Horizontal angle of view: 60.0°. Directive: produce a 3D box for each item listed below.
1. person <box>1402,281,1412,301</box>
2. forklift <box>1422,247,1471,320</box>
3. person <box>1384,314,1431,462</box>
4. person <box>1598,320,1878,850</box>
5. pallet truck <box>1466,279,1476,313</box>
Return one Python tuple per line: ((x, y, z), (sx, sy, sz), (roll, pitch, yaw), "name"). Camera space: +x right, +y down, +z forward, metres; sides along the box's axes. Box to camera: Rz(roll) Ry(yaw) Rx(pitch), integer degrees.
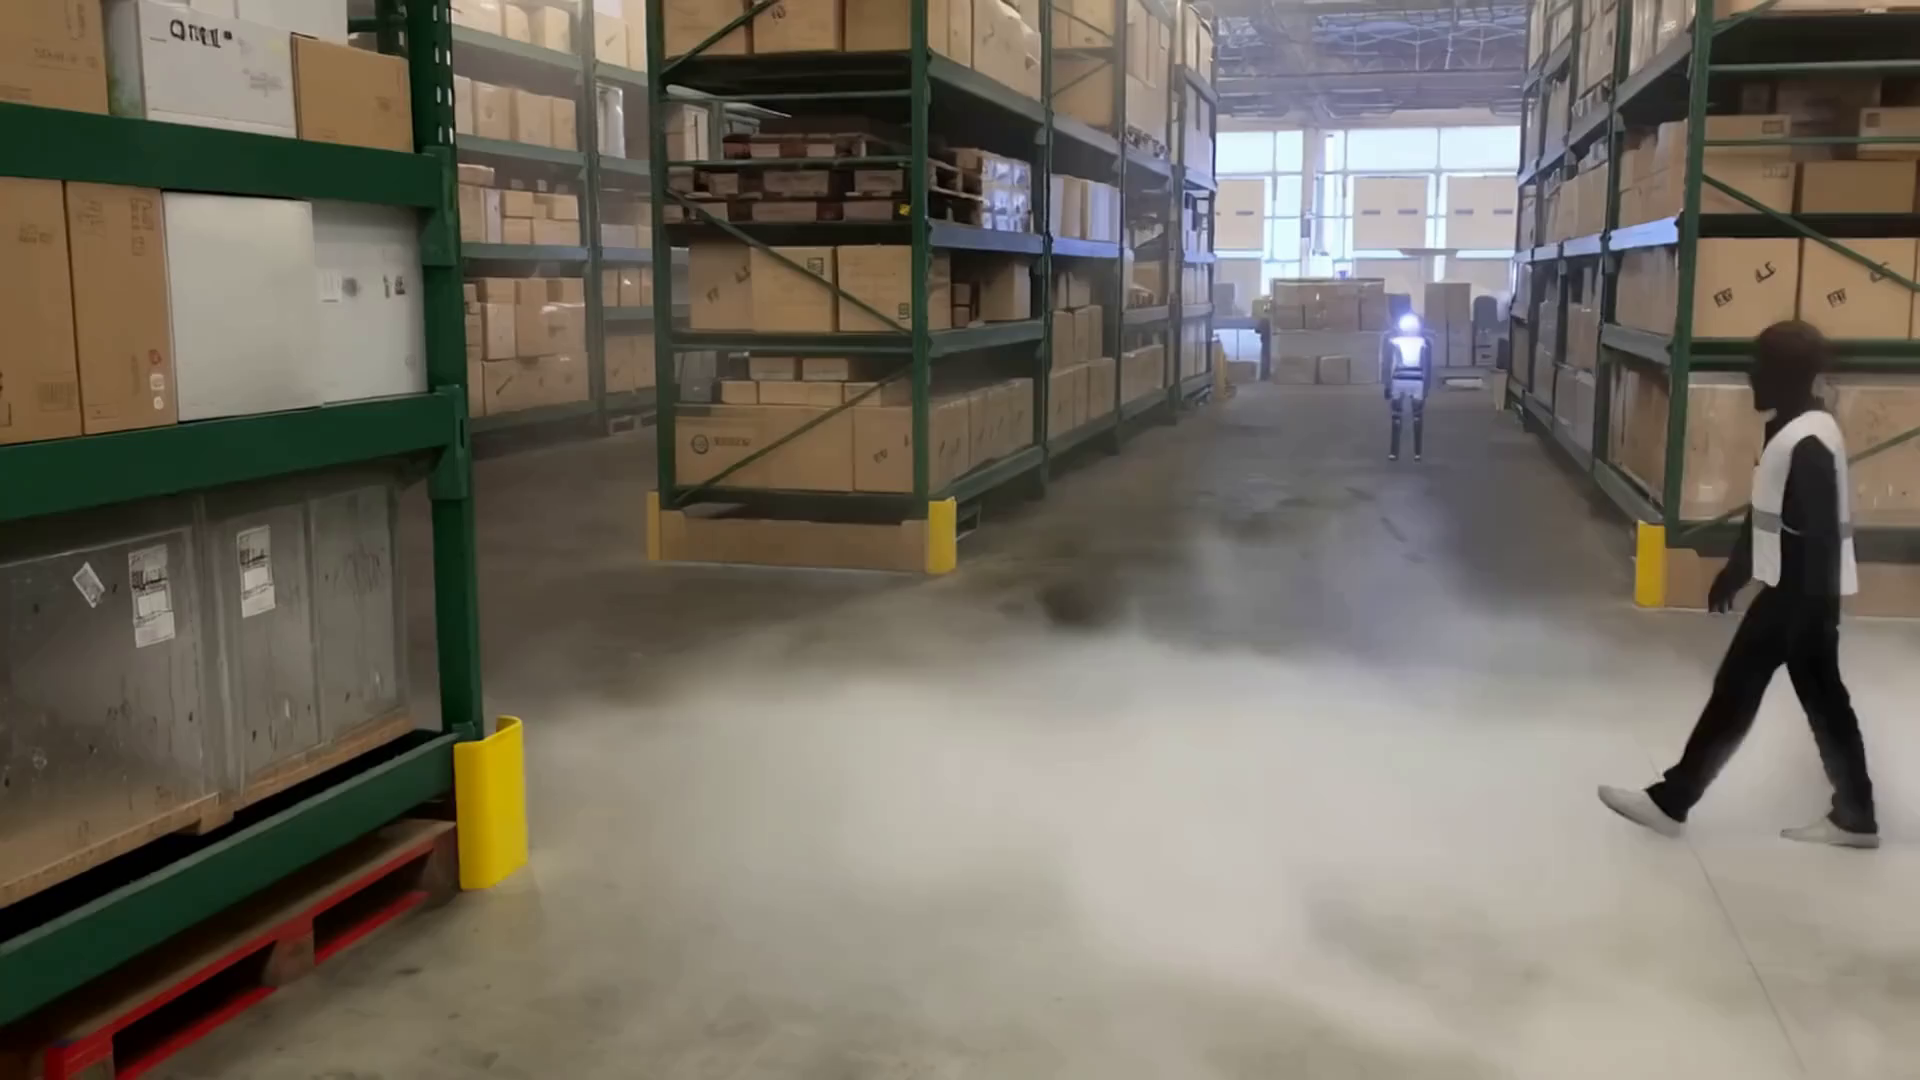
((15.032, -7.751, 55.999), (0.373, 1.941, 0.627), (1, 9, 4), "person")
((12.581, -6.282, 43.685), (1.873, 2.768, 1.129), (-6, 11, -34), "forklift")
((4.926, -1.665, 18.323), (0.518, 1.629, 0.314), (-1, 9, -4), "person")
((2.834, 0.166, 5.919), (0.986, 1.872, 0.599), (4, 10, 24), "person")
((18.896, -8.459, 60.307), (1.885, 1.965, 0.823), (5, 10, 31), "pallet truck")
